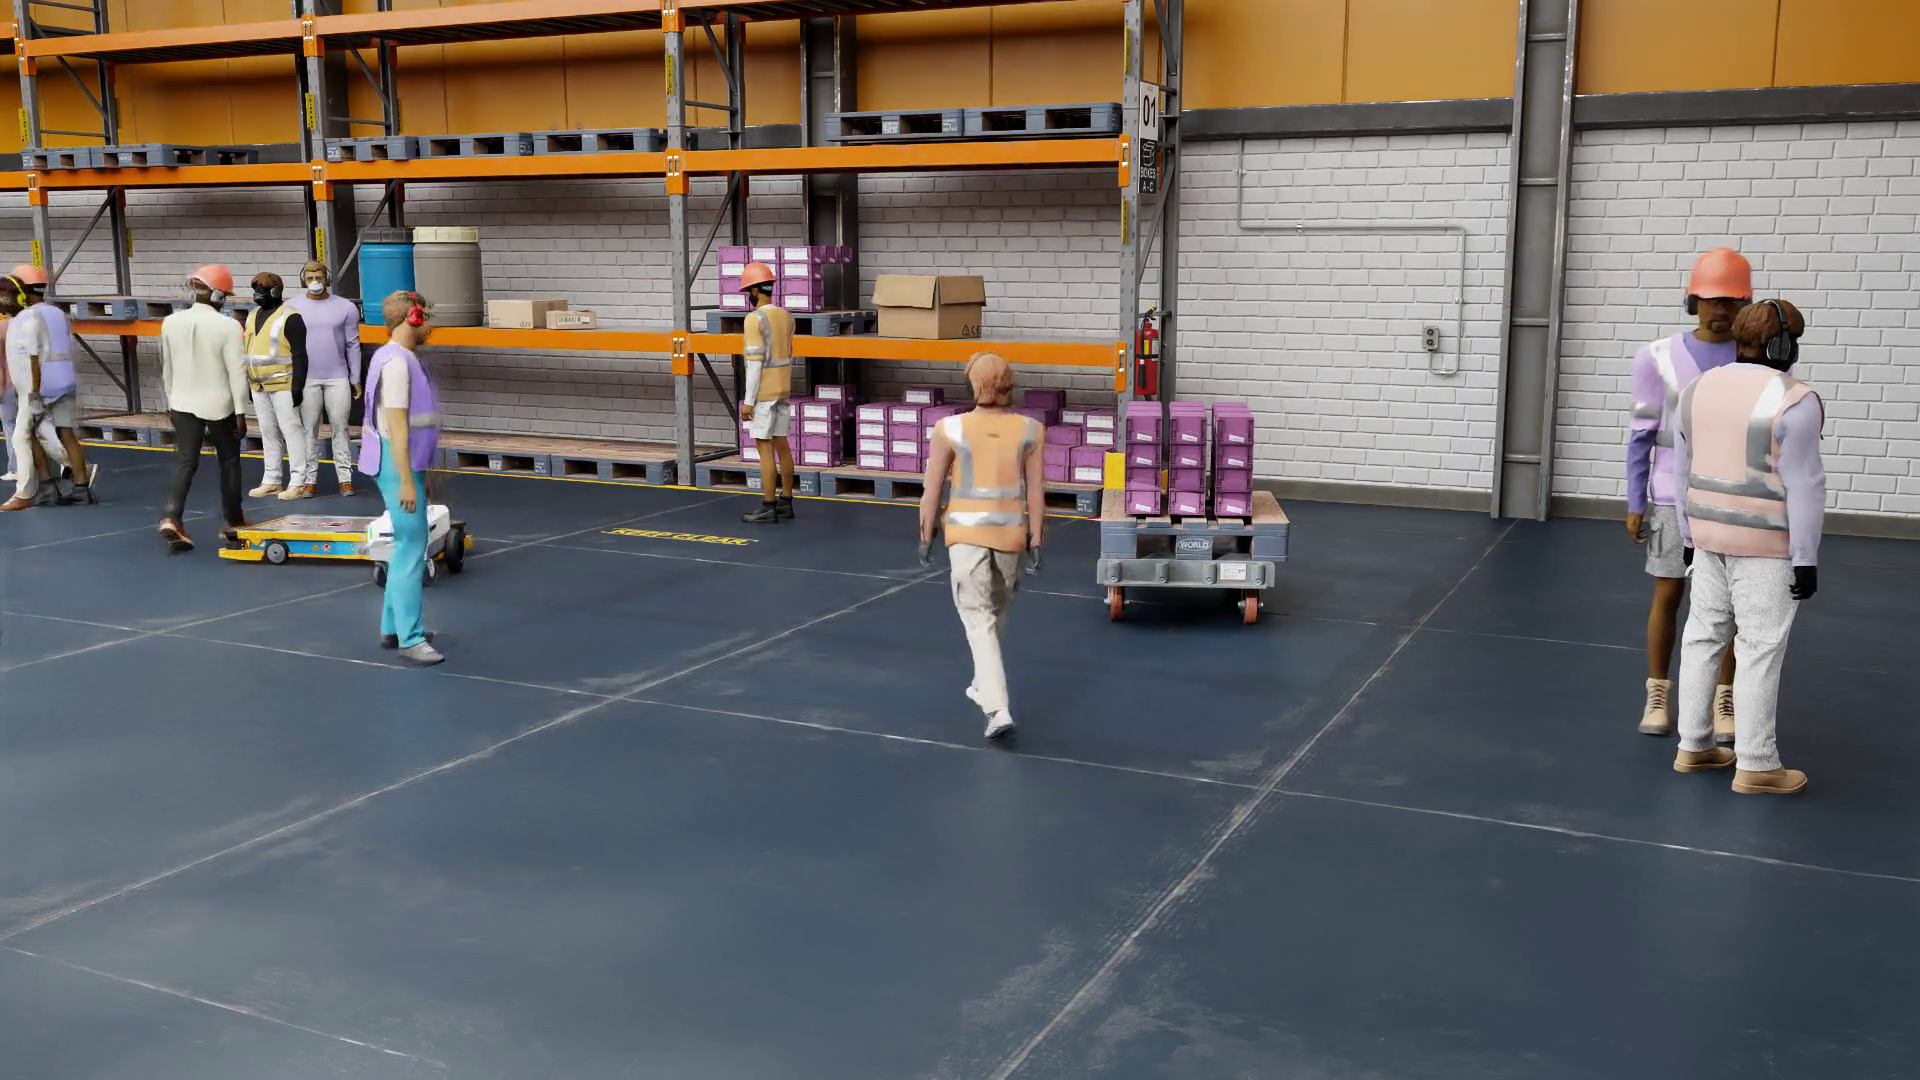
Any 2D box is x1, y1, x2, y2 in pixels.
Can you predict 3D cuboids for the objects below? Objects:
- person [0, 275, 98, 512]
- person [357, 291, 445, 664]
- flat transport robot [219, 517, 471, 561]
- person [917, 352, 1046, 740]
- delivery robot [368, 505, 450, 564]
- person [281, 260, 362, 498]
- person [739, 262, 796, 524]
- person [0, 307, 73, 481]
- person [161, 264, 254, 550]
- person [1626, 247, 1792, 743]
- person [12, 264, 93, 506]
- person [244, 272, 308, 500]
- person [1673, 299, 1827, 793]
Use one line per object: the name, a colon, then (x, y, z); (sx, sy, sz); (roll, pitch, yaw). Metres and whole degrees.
person: (-7.197, -1.146, 12.976); (0.734, 1.839, 0.538); (-9, 13, -42)
person: (-2.764, -0.306, 8.222); (0.382, 1.815, 0.668); (-2, 10, -13)
flat transport robot: (-4.029, -0.009, 10.927); (1.431, 0.197, 0.652); (1, 10, 8)
person: (0.111, 0.010, 7.012); (0.525, 1.599, 0.846); (-3, 10, -17)
delivery robot: (-3.359, -0.063, 10.154); (0.477, 0.478, 0.707); (-1, 10, -4)
person: (-5.220, -1.311, 13.612); (0.636, 1.939, 0.365); (-4, 11, -23)
person: (-1.449, -1.082, 12.329); (0.377, 1.928, 0.542); (5, 11, 27)
person: (-8.097, -1.357, 14.426); (0.727, 1.748, 0.535); (5, 11, 26)
person: (-5.179, -0.912, 11.354); (0.639, 1.935, 0.990); (0, 10, 2)
person: (3.062, -0.173, 6.849); (0.607, 2.031, 0.408); (3, 10, 16)
person: (-7.190, -1.198, 13.049); (0.616, 1.907, 0.606); (1, 10, 4)
person: (-5.581, -1.250, 13.539); (0.632, 1.843, 0.429); (5, 11, 27)
person: (2.971, 0.023, 6.251); (0.429, 1.842, 0.633); (-4, 11, -21)
